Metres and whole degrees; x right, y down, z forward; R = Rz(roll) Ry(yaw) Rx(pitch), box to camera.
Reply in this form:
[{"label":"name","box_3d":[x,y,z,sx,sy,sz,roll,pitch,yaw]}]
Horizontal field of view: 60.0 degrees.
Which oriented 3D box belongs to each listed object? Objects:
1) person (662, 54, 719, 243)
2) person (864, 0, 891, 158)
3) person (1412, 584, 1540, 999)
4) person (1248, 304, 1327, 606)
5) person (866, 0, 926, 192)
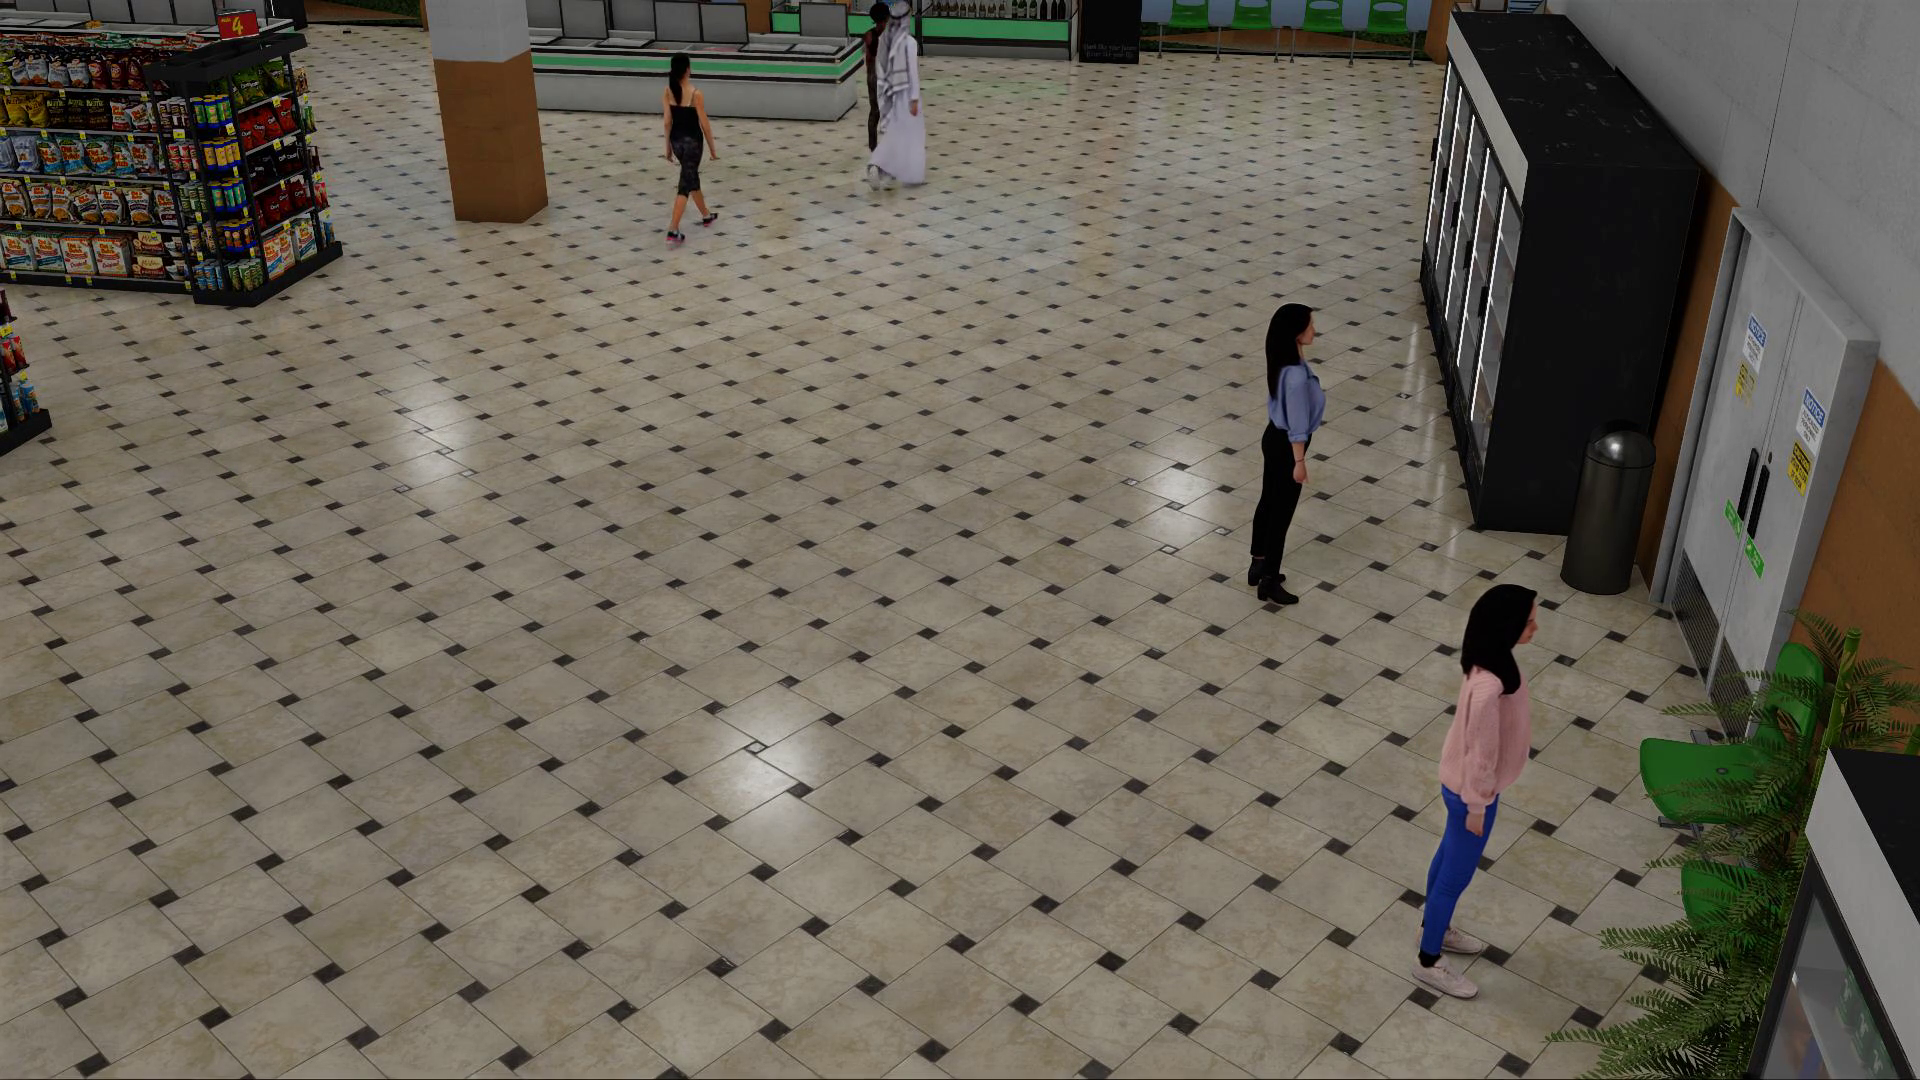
[{"label":"person","box_3d":[-2.579,-3.591,15.464,1.148,1.676,0.808,10,28,18]},{"label":"person","box_3d":[-0.858,-5.042,18.298,0.562,1.701,0.692,13,30,24]},{"label":"person","box_3d":[1.978,0.942,6.425,0.596,1.768,0.684,9,28,17]},{"label":"person","box_3d":[1.799,-0.482,9.260,0.649,1.744,0.702,-2,27,-5]},{"label":"person","box_3d":[-0.673,-4.497,17.002,1.109,1.902,1.034,19,32,32]}]
